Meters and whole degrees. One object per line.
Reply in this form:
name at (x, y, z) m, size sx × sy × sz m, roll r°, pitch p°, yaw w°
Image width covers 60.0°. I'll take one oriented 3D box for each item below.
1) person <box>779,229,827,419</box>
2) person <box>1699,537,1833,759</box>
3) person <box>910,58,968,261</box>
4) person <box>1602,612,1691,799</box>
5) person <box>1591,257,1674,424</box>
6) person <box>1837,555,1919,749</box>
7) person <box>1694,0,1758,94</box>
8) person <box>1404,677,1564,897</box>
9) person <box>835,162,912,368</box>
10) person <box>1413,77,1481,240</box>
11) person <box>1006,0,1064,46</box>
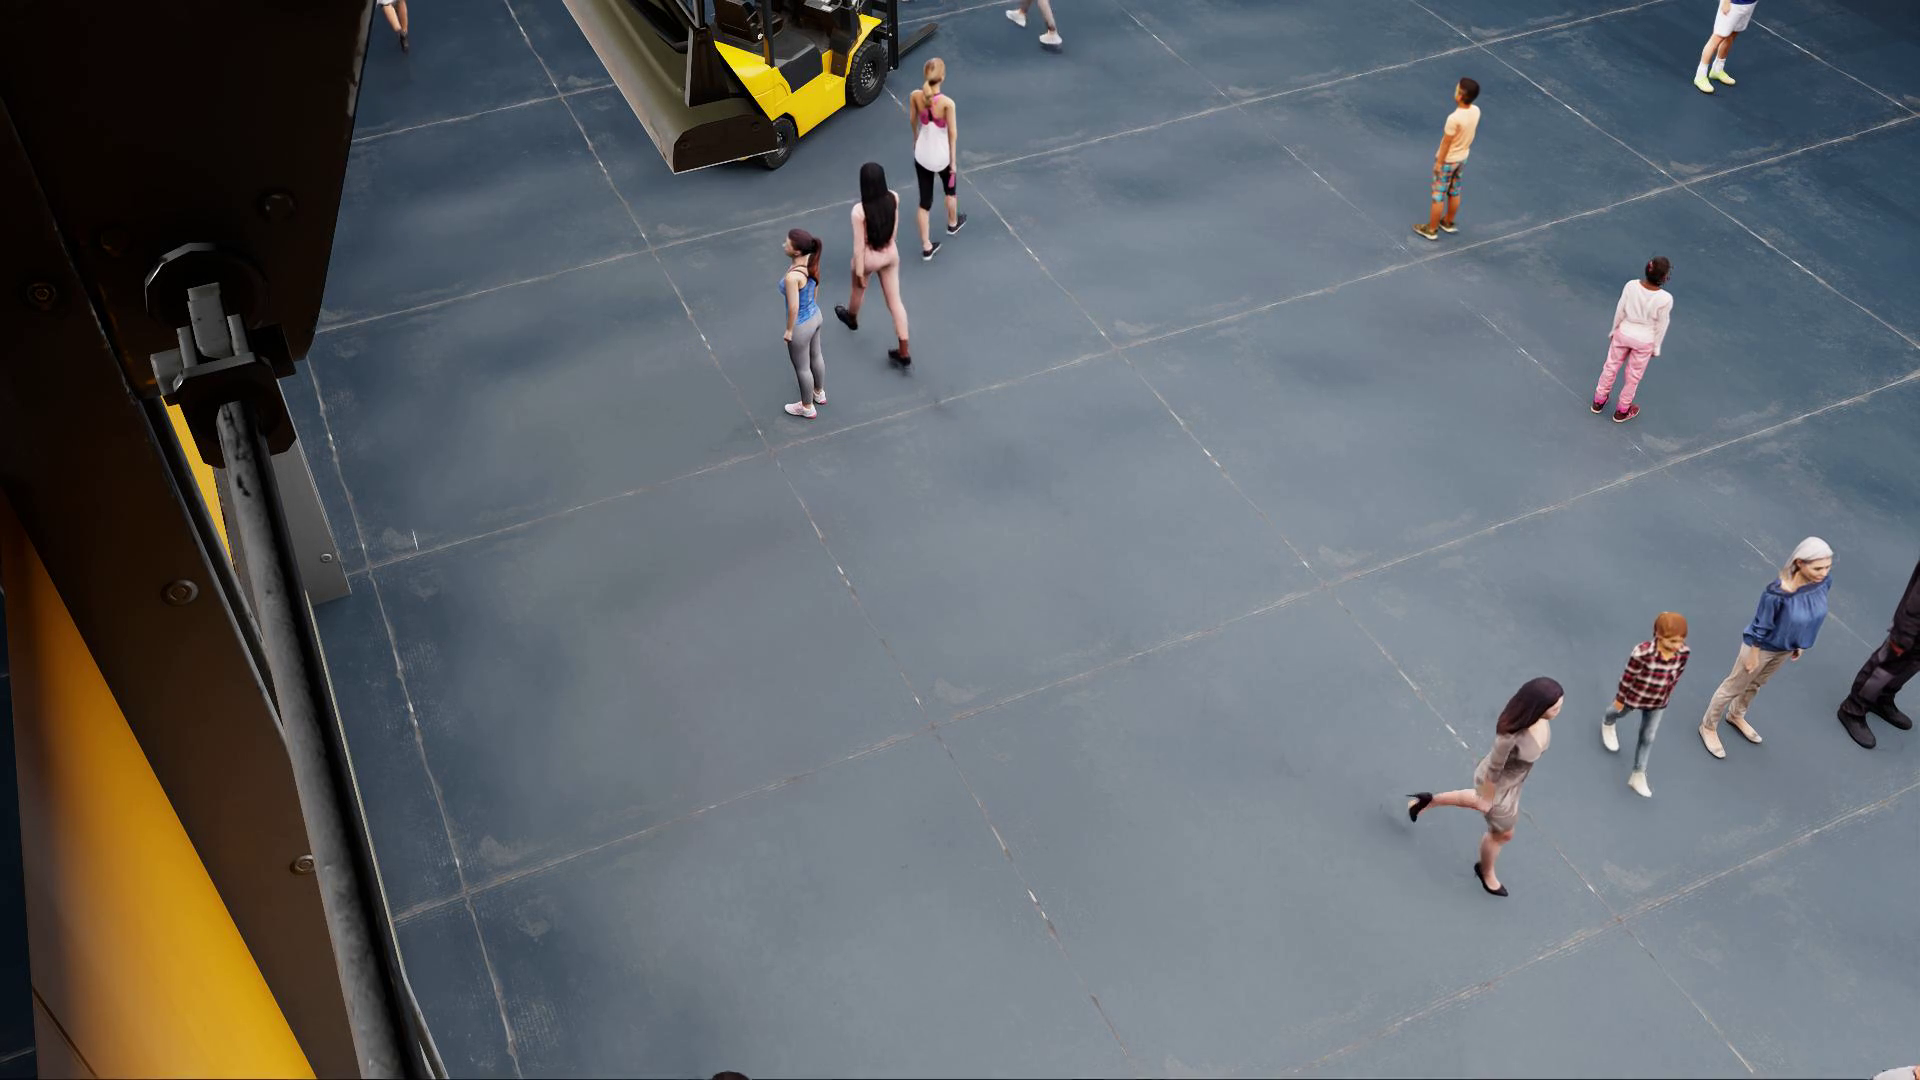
person at (-1.177, -1.636, 12.471) m, size 0.715 × 1.609 × 0.665 m, roll 18°, pitch 46°, yaw 18°
person at (4.883, 0.624, 10.035) m, size 0.597 × 1.698 × 0.542 m, roll -18°, pitch 46°, yaw -18°
person at (-0.262, -3.147, 13.943) m, size 0.982 × 1.766 × 1.011 m, roll 19°, pitch 47°, yaw 18°
person at (4.124, 0.880, 10.080) m, size 0.770 × 1.264 × 0.969 m, roll 0°, pitch 44°, yaw 0°
person at (5.071, -1.528, 12.477) m, size 0.551 × 1.444 × 0.676 m, roll 32°, pitch 52°, yaw 29°
person at (5.851, 0.475, 10.102) m, size 0.695 × 1.820 × 0.588 m, roll -19°, pitch 47°, yaw -19°
person at (7.562, -5.273, 16.122) m, size 0.655 × 1.839 × 0.588 m, roll -23°, pitch 48°, yaw -22°
person at (2.948, 1.311, 9.293) m, size 1.069 × 1.725 × 0.873 m, roll 29°, pitch 51°, yaw 27°
person at (-0.592, -2.107, 12.919) m, size 0.845 × 1.672 × 1.232 m, roll -29°, pitch 51°, yaw -27°
person at (4.243, -3.285, 14.311) m, size 0.559 × 1.457 × 0.542 m, roll -29°, pitch 50°, yaw -27°
person at (0.834, -5.873, 16.782) m, size 0.963 × 1.798 × 1.225 m, roll -33°, pitch 53°, yaw -30°
